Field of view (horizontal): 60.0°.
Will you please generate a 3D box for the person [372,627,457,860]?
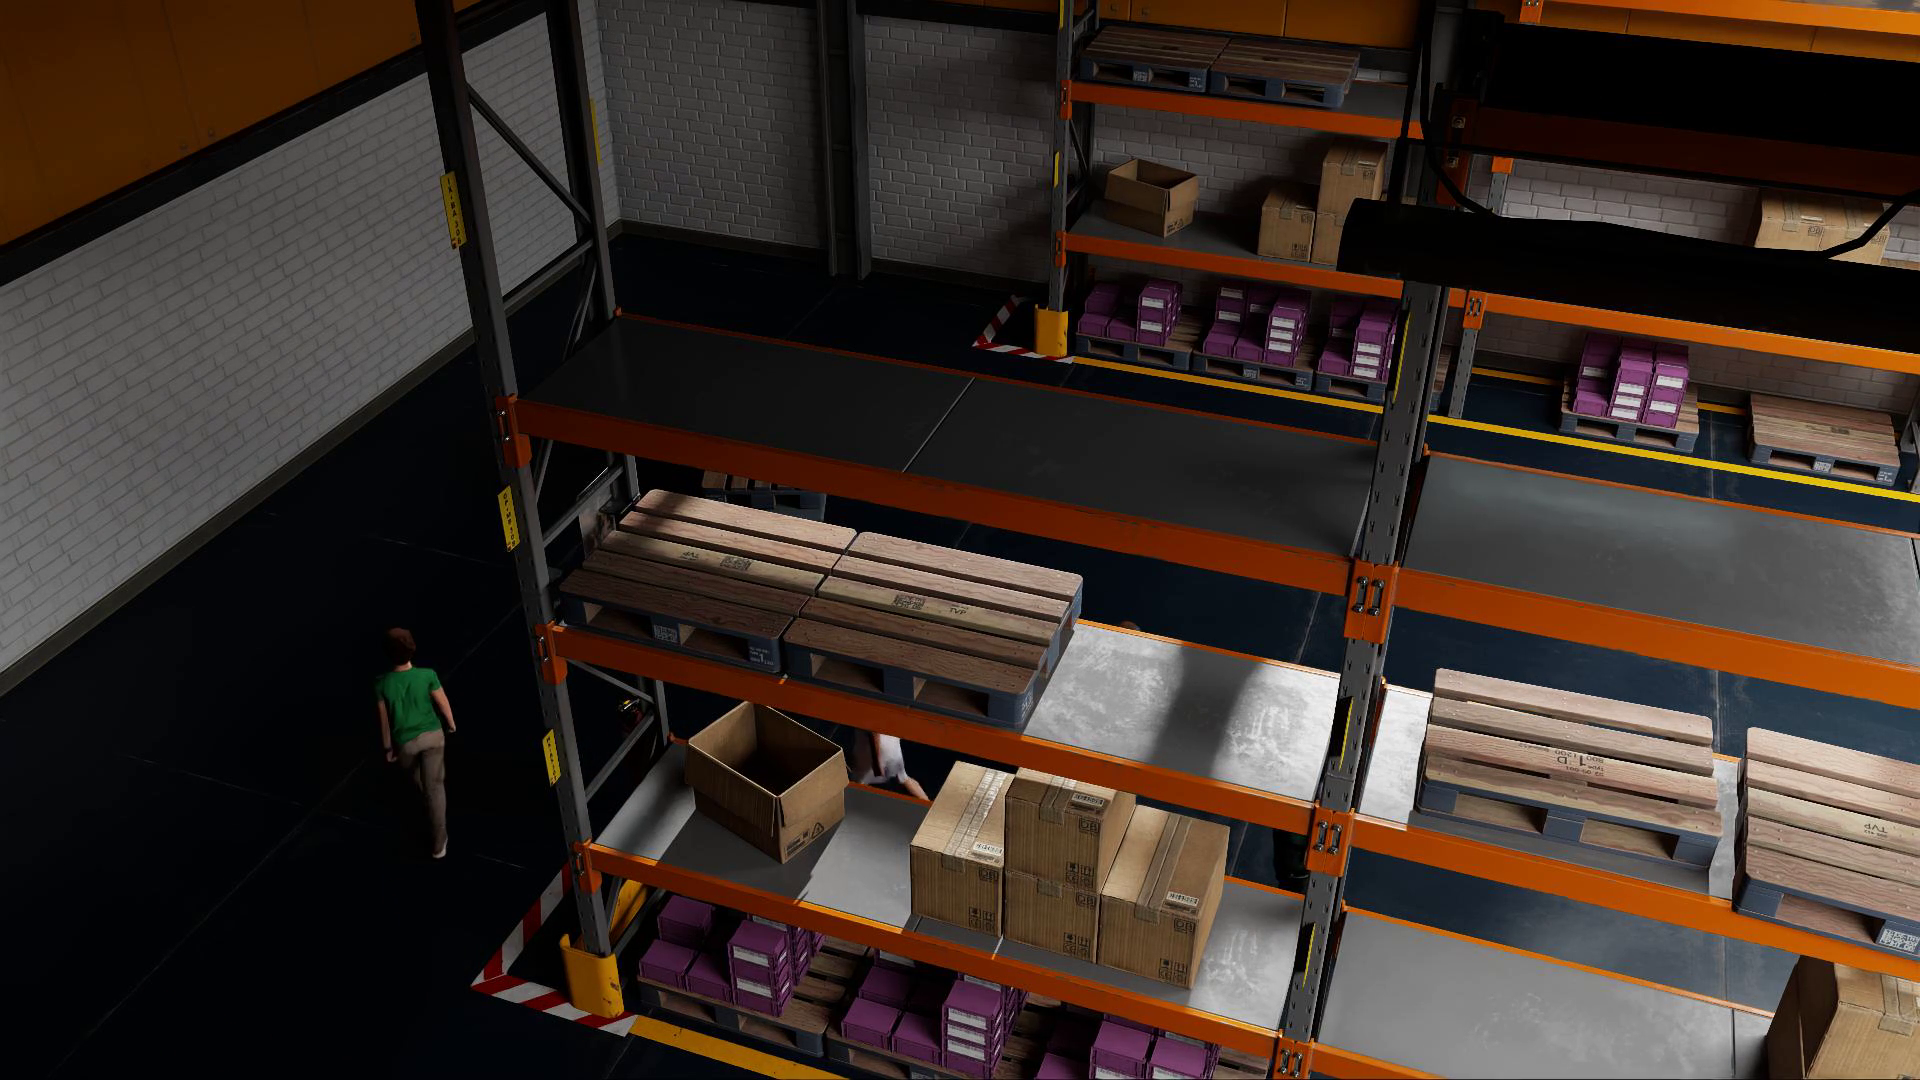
[{"bbox_3d":[-3.450,1.335,10.610,1.050,1.615,1.034,-9,35,-14],"label":"person"}]
